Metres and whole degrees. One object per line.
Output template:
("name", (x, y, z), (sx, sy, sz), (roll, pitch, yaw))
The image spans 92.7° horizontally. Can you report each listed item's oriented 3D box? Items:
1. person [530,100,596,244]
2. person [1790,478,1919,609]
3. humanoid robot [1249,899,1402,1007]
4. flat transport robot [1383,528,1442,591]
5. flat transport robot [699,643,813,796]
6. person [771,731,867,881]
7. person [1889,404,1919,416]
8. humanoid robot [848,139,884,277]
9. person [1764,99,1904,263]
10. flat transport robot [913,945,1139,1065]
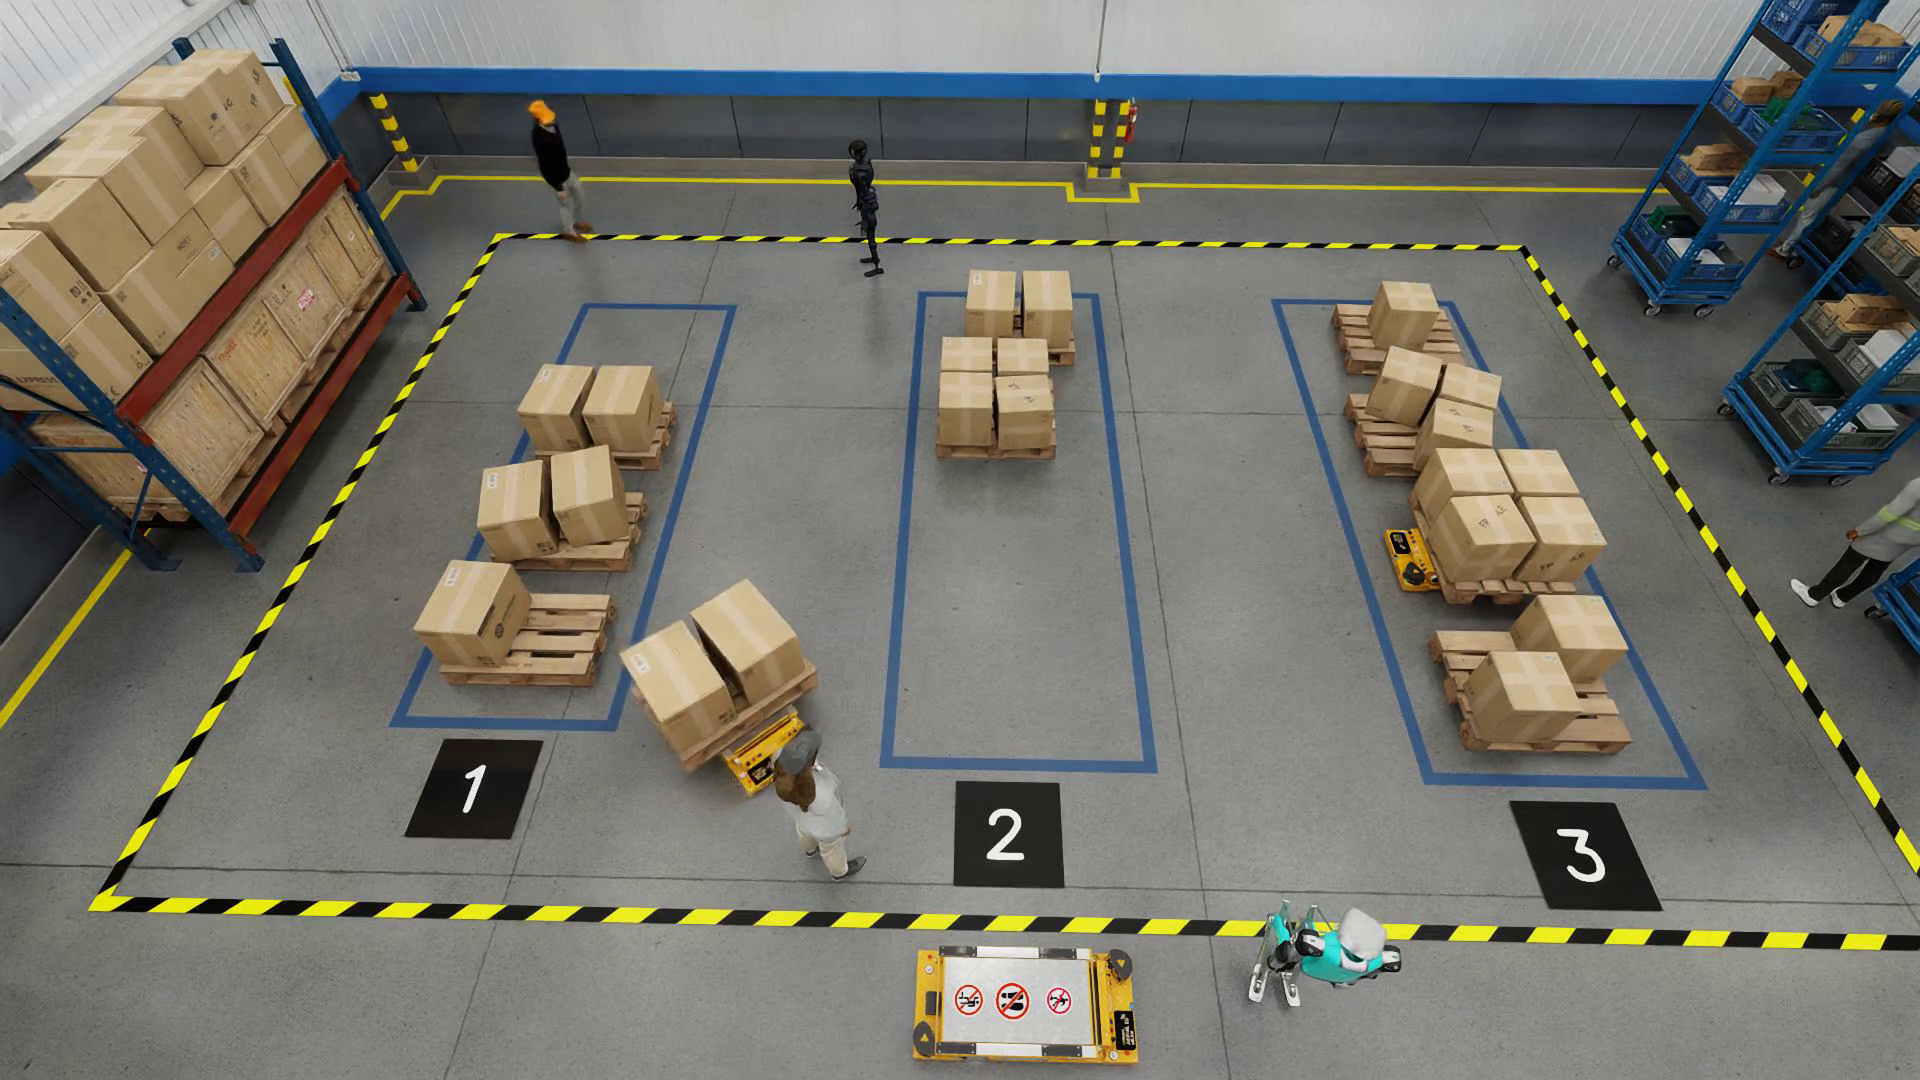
("person", (-4.838, -4.412, 11.065), (0.541, 1.845, 0.601), (5, 51, 4))
("person", (7.690, -0.094, 7.541), (0.596, 1.849, 0.392), (5, 51, 4))
("humanoid robot", (2.125, 2.380, 5.512), (0.533, 1.676, 0.735), (8, 51, 7))
("flat transport robot", (4.689, 0.155, 8.342), (1.431, 0.197, 0.652), (1, 51, 1))
("flat transport robot", (-1.813, 1.318, 7.393), (0.652, 0.197, 1.431), (-34, 58, -24))
("person", (-0.960, 1.791, 6.057), (0.563, 1.769, 0.400), (35, 59, 25))
("person", (10.156, -2.003, 9.024), (0.611, 1.961, 0.365), (10, 52, 8))
("humanoid robot", (-1.111, -3.881, 10.733), (0.315, 1.653, 0.599), (-8, 51, -6))
("person", (10.397, -4.230, 10.867), (0.626, 1.932, 0.372), (-20, 54, -16))
("flat transport robot", (0.422, 3.041, 6.007), (1.431, 0.231, 0.659), (1, 51, 1))
